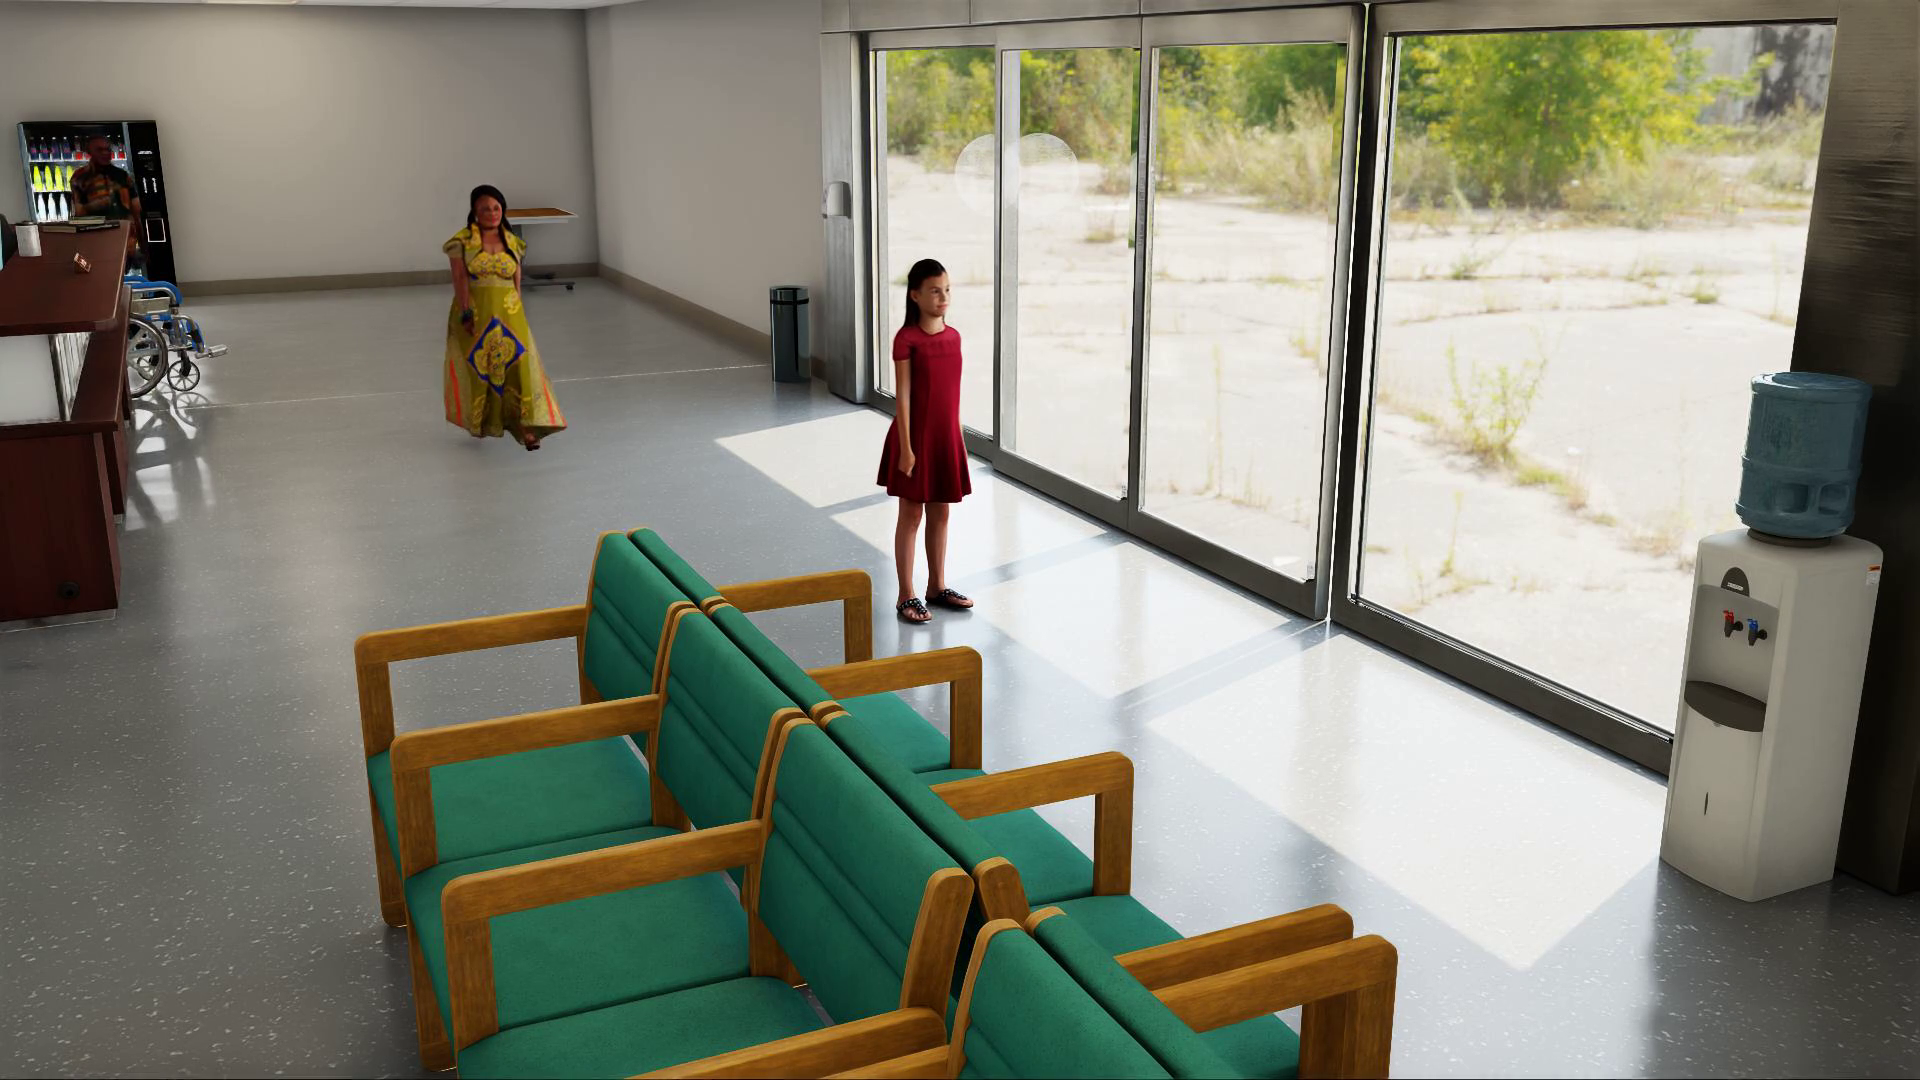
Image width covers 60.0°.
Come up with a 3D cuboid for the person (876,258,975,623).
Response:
[{"bbox_3d":[-0.142,-0.445,7.231,0.627,1.554,0.685,-15,21,-42],"label":"person"}]

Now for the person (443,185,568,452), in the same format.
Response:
[{"bbox_3d":[-2.975,-1.353,10.384,1.215,1.598,0.902,-10,19,-32],"label":"person"}]

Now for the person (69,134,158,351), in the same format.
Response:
[{"bbox_3d":[-7.115,-2.448,13.893,1.137,1.761,1.224,11,19,34],"label":"person"}]
